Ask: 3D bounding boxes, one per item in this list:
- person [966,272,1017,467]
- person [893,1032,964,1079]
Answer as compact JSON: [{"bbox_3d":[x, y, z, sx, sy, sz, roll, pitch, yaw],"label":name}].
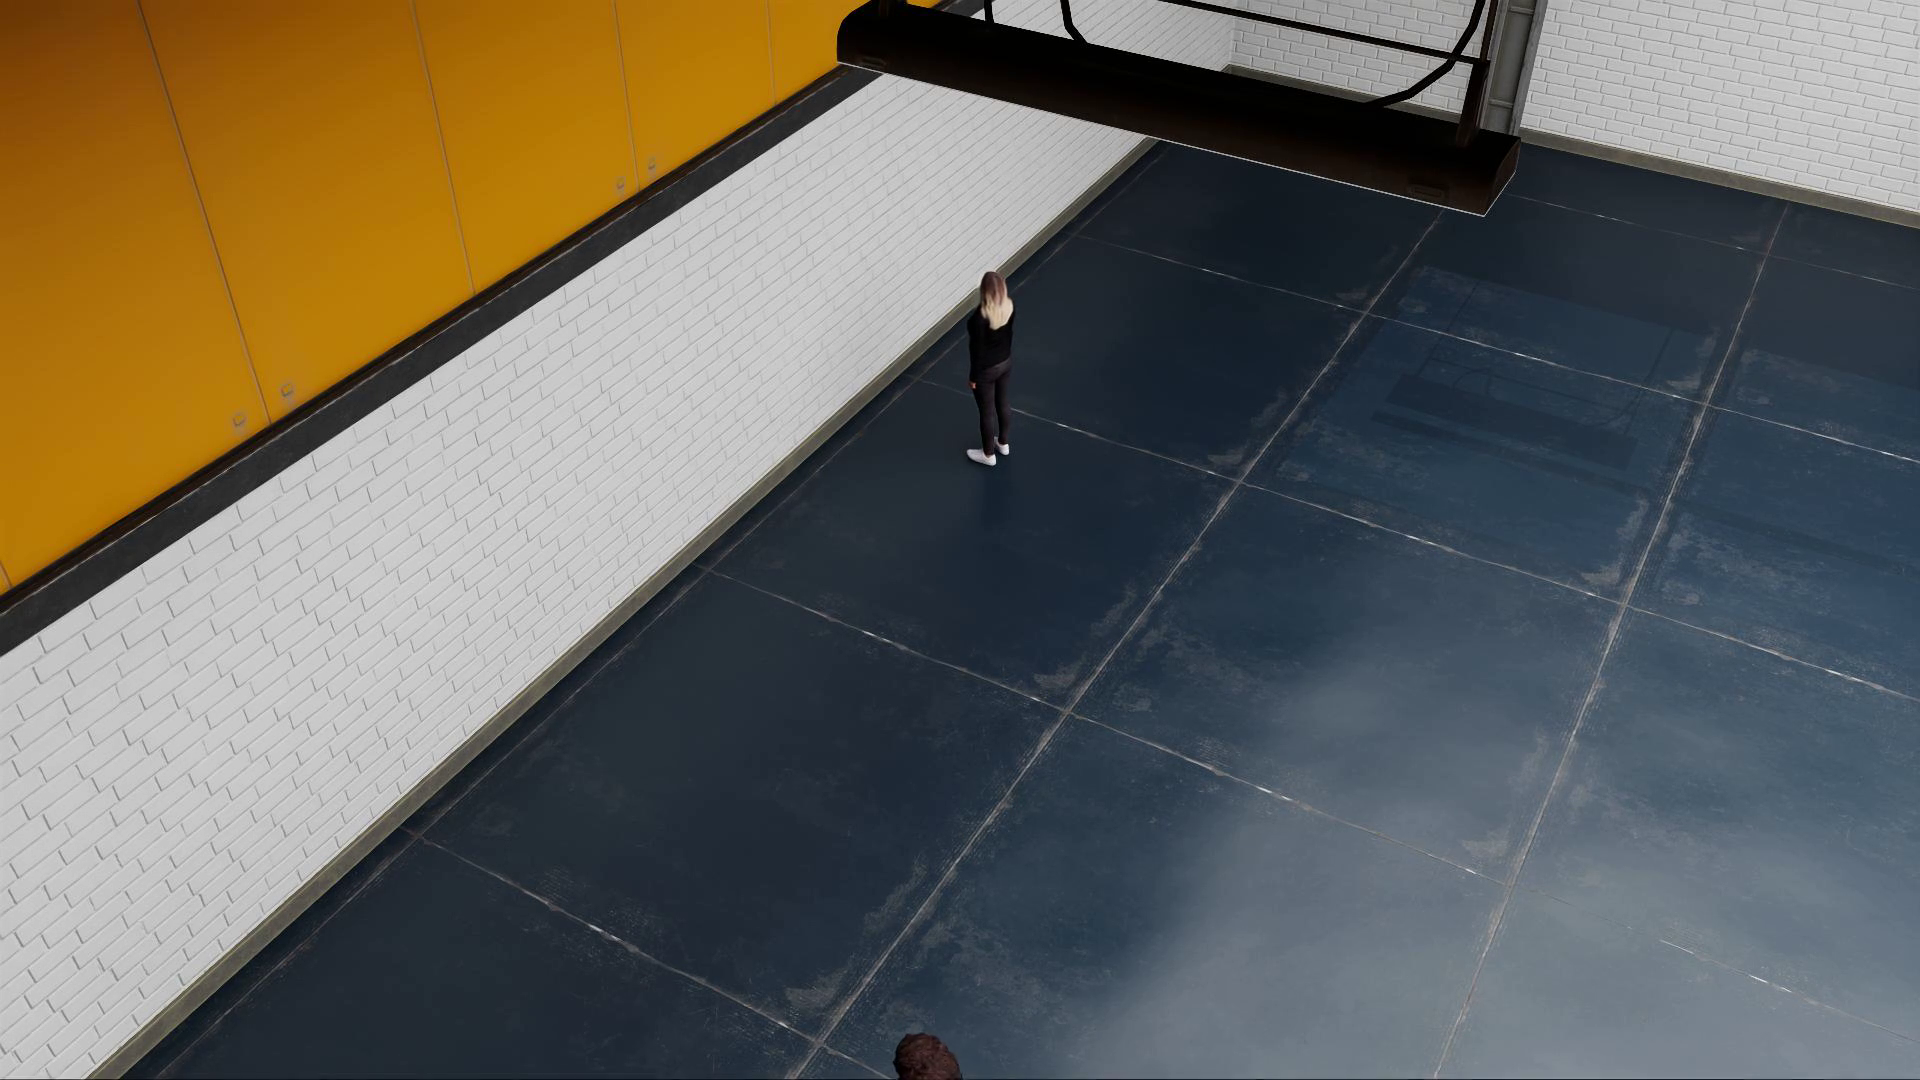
[{"bbox_3d":[0.255,-1.337,12.970,0.598,1.687,0.645,29,47,32],"label":"person"},{"bbox_3d":[-0.082,2.912,7.571,0.839,1.785,0.672,28,46,31],"label":"person"}]
